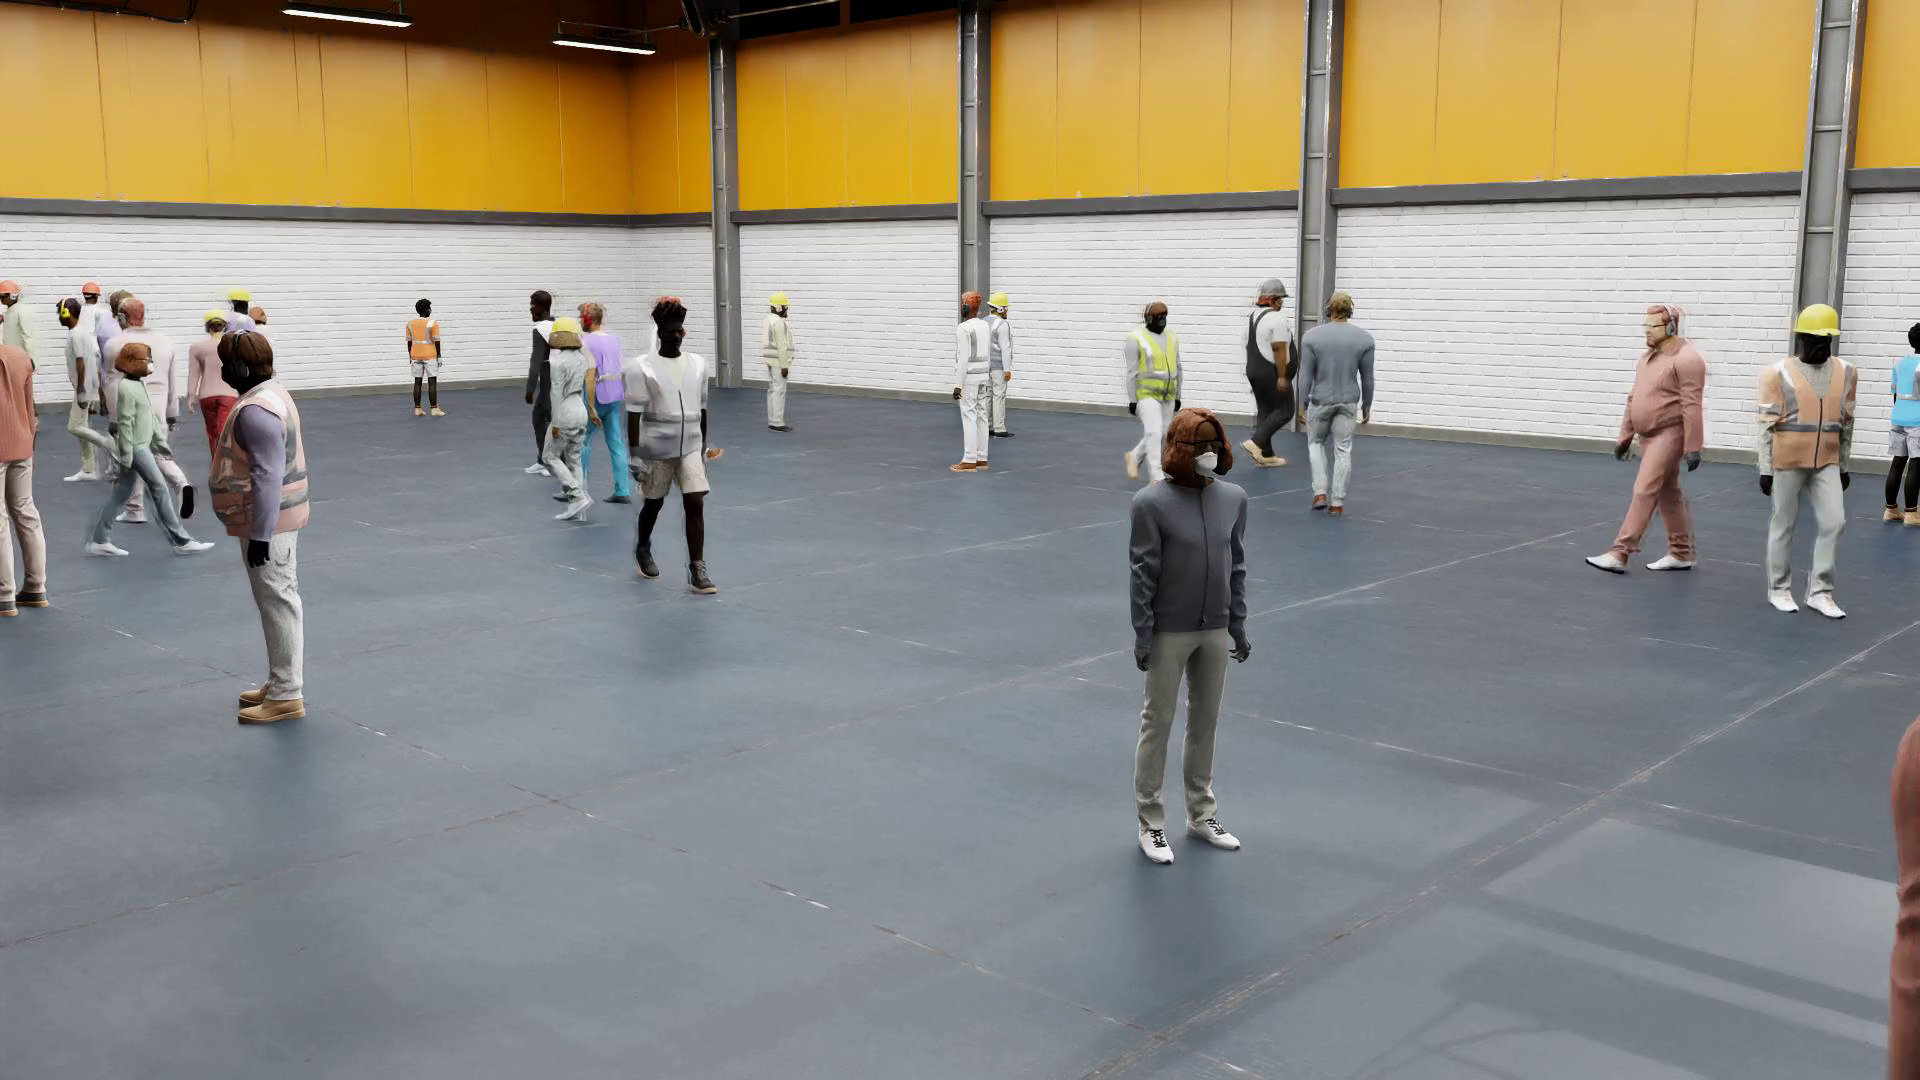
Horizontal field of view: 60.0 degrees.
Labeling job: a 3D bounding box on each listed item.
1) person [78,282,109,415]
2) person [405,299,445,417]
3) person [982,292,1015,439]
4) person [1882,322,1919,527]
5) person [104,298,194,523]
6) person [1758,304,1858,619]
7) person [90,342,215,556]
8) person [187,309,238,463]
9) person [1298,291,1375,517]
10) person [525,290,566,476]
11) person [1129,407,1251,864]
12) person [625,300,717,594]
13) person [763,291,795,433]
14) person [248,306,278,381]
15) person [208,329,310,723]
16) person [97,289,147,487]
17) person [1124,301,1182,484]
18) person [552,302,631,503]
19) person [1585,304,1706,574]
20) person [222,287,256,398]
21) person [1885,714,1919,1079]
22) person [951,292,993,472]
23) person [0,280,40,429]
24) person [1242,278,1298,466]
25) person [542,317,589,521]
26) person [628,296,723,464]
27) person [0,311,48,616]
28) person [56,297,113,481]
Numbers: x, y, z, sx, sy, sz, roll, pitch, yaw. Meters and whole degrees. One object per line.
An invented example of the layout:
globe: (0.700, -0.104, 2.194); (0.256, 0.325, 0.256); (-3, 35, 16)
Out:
person: (-12.570, -2.769, 24.143); (0.543, 1.930, 0.380); (0, 9, -2)
person: (-7.667, -2.605, 23.838); (0.540, 1.694, 0.318); (2, 10, 14)
person: (0.467, -2.174, 20.780); (0.404, 1.829, 0.600); (-6, 11, -31)
person: (7.876, -0.953, 13.712); (0.317, 1.696, 0.539); (-1, 9, -4)
person: (-6.742, -1.057, 13.758); (0.721, 1.886, 0.657); (5, 10, 26)
person: (5.169, -0.468, 10.085); (0.625, 1.900, 0.713); (0, 9, 1)
person: (-6.033, -0.663, 12.251); (0.856, 1.583, 0.516); (-3, 10, -18)
person: (-7.266, -1.393, 16.350); (0.526, 1.720, 0.812); (-1, 9, -9)
person: (3.228, -1.167, 14.316); (0.663, 1.920, 0.568); (1, 9, 4)
person: (-4.293, -1.590, 16.985); (0.692, 1.895, 0.631); (1, 9, 6)
person: (0.831, 0.336, 6.001); (0.500, 1.633, 0.281); (-5, 11, -28)
person: (-1.956, -0.636, 11.091); (0.619, 1.924, 0.996); (-6, 11, -33)
person: (-2.341, -2.303, 21.569); (0.404, 1.830, 0.598); (-4, 10, -23)
person: (-9.403, -2.335, 22.424); (0.520, 1.613, 0.571); (2, 9, 10)
person: (-3.289, -0.065, 7.832); (0.430, 1.841, 0.624); (-3, 10, -18)
person: (-8.006, -1.440, 16.002); (0.493, 1.918, 0.646); (0, 9, -1)
person: (1.856, -1.412, 16.175); (0.632, 1.819, 0.795); (-6, 11, -33)
person: (-3.349, -1.231, 15.051); (0.842, 1.811, 0.563); (4, 10, 23)
person: (4.738, -0.688, 11.538); (0.923, 1.863, 0.681); (-1, 9, -4)
person: (-8.877, -2.194, 20.726); (0.615, 1.878, 0.976); (6, 11, 31)
person: (1.520, 0.825, 2.163); (0.637, 1.911, 0.403); (-1, 9, -8)
person: (0.119, -1.651, 17.419); (0.350, 1.882, 0.583); (6, 11, 31)
person: (-12.199, -2.359, 21.467); (0.644, 1.973, 0.463); (8, 12, 41)
person: (3.308, -1.780, 17.725); (0.586, 2.000, 0.711); (-3, 10, -18)
person: (-3.304, -1.005, 13.960); (0.365, 1.721, 0.493); (4, 10, 21)
person: (-3.113, -1.702, 17.899); (1.042, 1.825, 0.584); (-4, 10, -23)
person: (-5.920, -0.527, 10.181); (0.391, 1.995, 0.613); (2, 10, 14)
person: (-8.714, -1.501, 16.625); (0.523, 1.838, 0.534); (-4, 10, -23)
